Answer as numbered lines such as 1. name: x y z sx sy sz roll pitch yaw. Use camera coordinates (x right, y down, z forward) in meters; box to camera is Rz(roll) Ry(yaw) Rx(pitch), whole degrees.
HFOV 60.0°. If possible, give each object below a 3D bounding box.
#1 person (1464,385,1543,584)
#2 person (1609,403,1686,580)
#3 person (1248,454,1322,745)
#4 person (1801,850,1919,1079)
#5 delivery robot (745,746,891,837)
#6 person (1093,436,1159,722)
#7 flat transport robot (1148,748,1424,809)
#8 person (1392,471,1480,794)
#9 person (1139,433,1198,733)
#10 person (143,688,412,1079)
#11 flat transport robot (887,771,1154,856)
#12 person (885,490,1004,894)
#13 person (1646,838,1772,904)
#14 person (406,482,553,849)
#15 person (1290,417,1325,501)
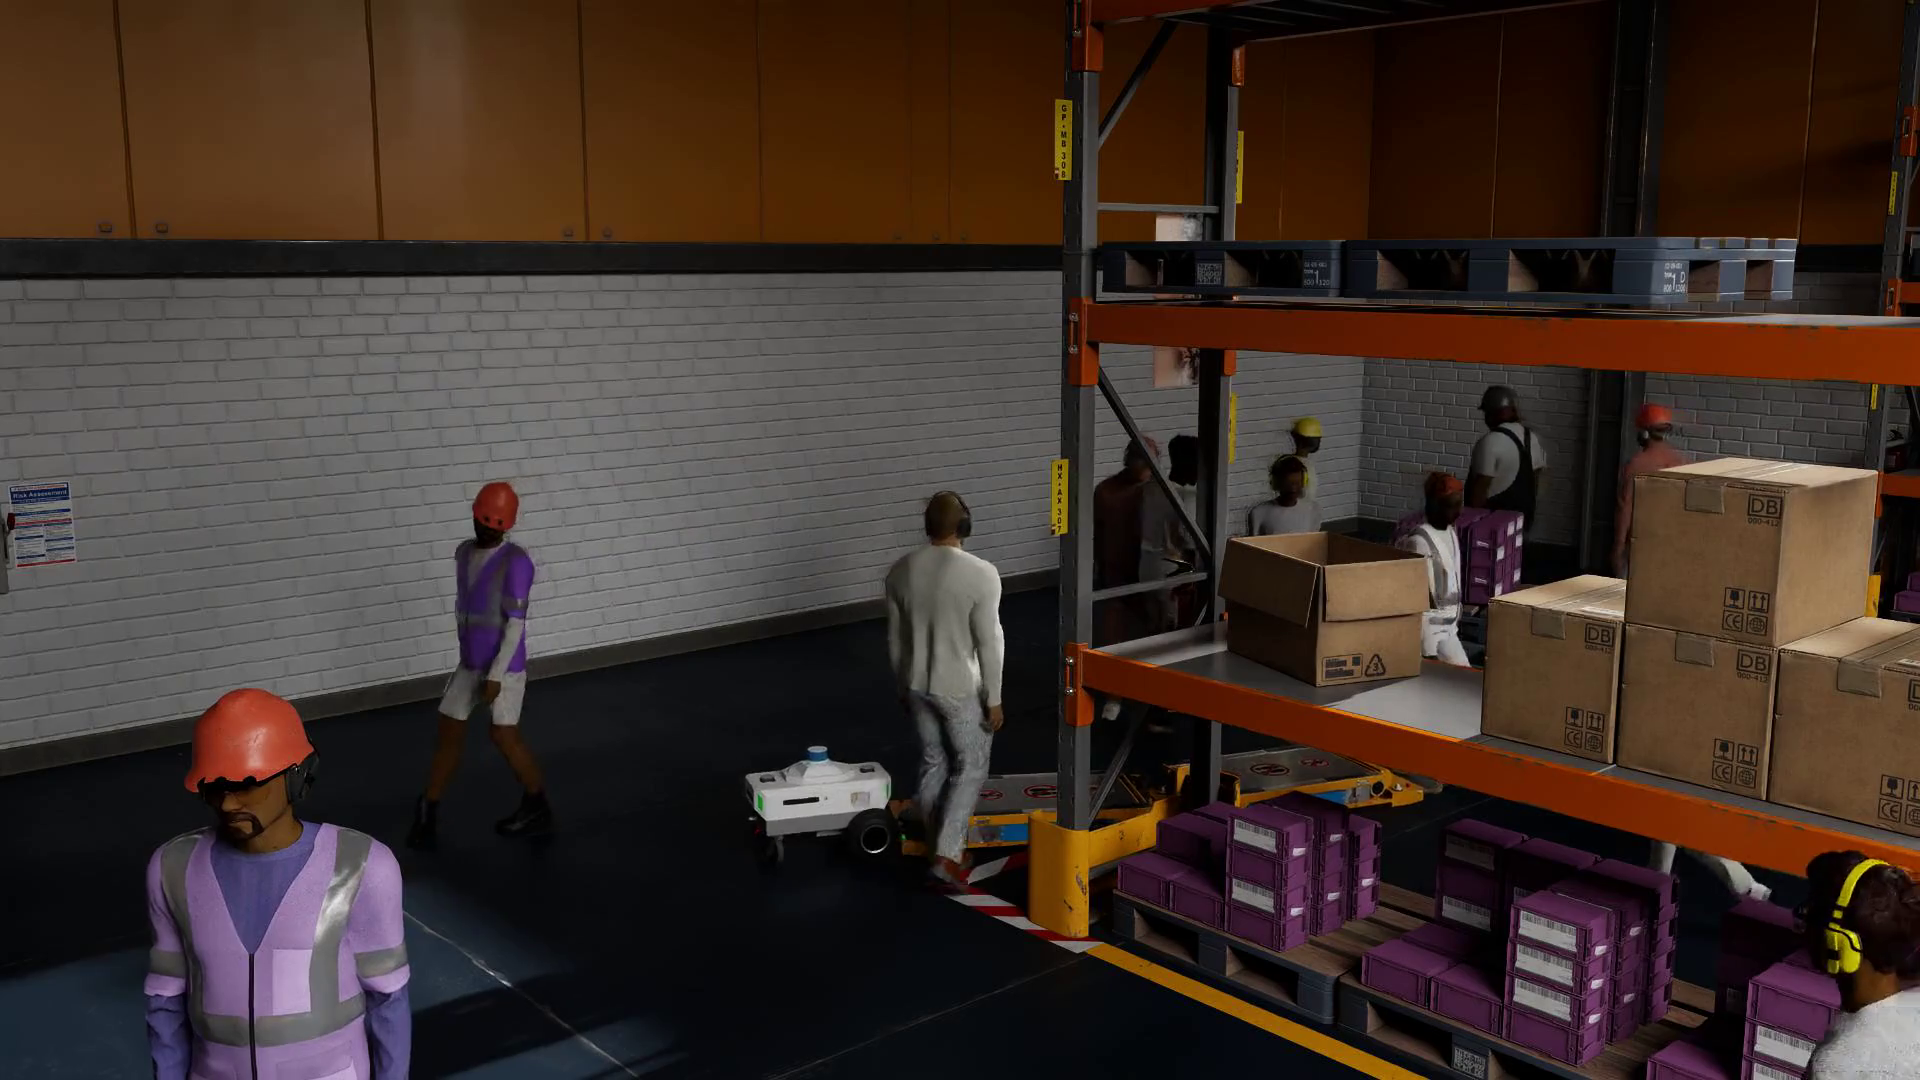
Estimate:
1. person: 4.324 -0.248 13.332 0.719 2.000 0.569 -8 12 -38
2. person: 5.028 0.005 12.051 0.648 1.974 0.633 -5 11 -28
3. person: 2.011 0.336 10.561 0.533 1.826 0.832 -4 10 -20
4. person: 1.915 1.548 3.475 0.513 1.831 0.973 -5 11 -29
5. delivery robot: -0.720 1.287 8.415 0.707 0.478 0.477 -3 10 -17
6. person: 1.200 0.215 11.157 0.636 1.868 0.918 3 10 14
7. flat transport robot: 1.773 1.345 9.177 1.431 0.197 0.652 -4 11 -22
8. person: 2.706 0.540 9.235 0.663 1.863 0.603 7 12 35
9. person: 1.353 0.259 10.739 0.629 1.932 0.686 -5 11 -25
10. person: -1.629 1.348 3.982 0.614 2.043 0.373 0 10 -2
11. flat transport robot: 0.363 1.420 8.739 1.431 0.197 0.652 -1 10 -9
12. person: -0.098 0.731 7.948 0.654 1.916 0.559 7 12 34
13. person: 3.334 0.968 7.489 0.690 1.607 0.521 8 13 40
14. person: -2.508 0.642 8.609 0.623 1.877 0.675 7 12 34
15. person: 2.749 -0.114 13.385 0.367 1.750 0.544 -1 10 -7
